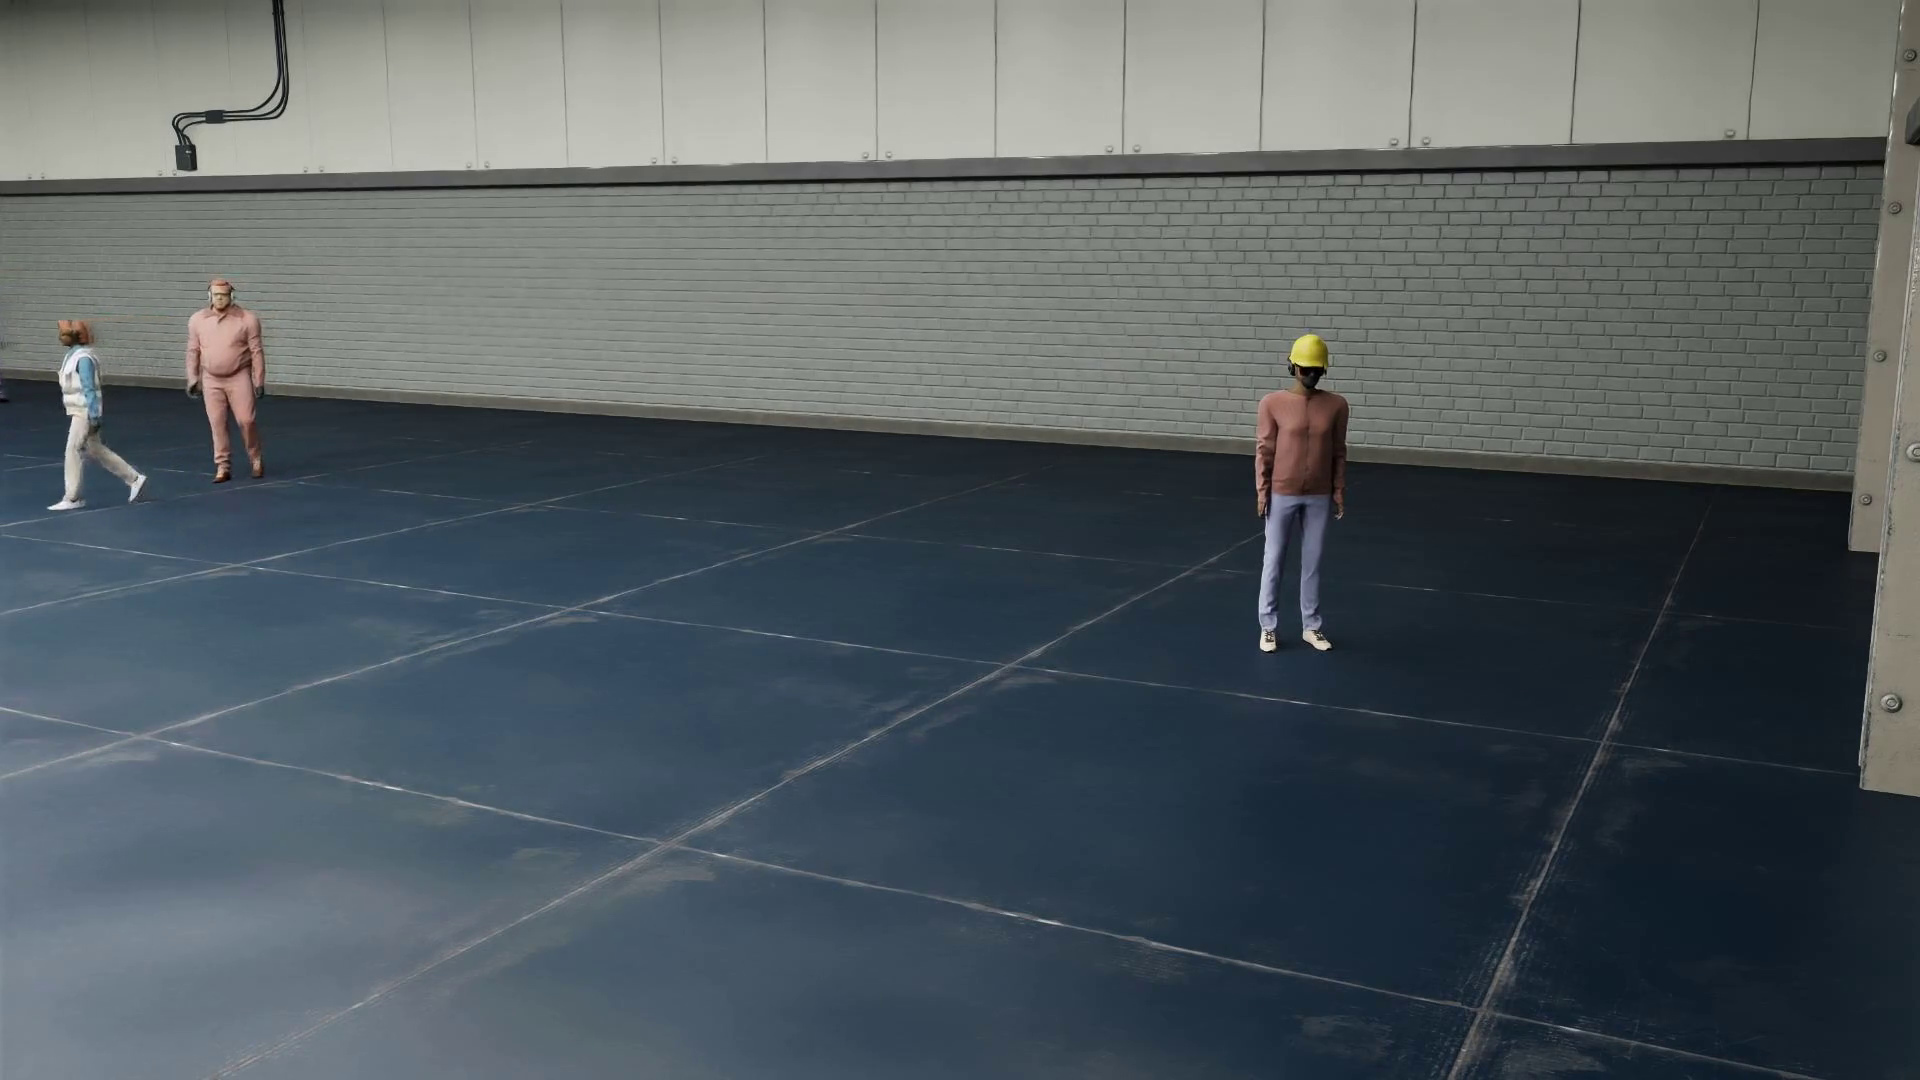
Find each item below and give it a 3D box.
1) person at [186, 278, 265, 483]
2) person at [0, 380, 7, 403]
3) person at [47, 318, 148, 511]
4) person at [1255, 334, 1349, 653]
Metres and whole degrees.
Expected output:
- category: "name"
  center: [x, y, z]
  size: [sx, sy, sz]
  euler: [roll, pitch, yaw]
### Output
- category: "person"
  center: [-6.868, -1.489, 15.547]
  size: [0.671, 1.901, 0.464]
  euler: [-1, 10, -7]
- category: "person"
  center: [-13.398, -2.732, 22.439]
  size: [0.652, 1.861, 0.965]
  euler: [8, 13, 36]
- category: "person"
  center: [-7.330, -1.071, 14.048]
  size: [0.754, 1.613, 0.529]
  euler: [-7, 13, -35]
- category: "person"
  center: [1.884, -0.252, 9.182]
  size: [0.522, 1.765, 0.317]
  euler: [-1, 10, -7]
